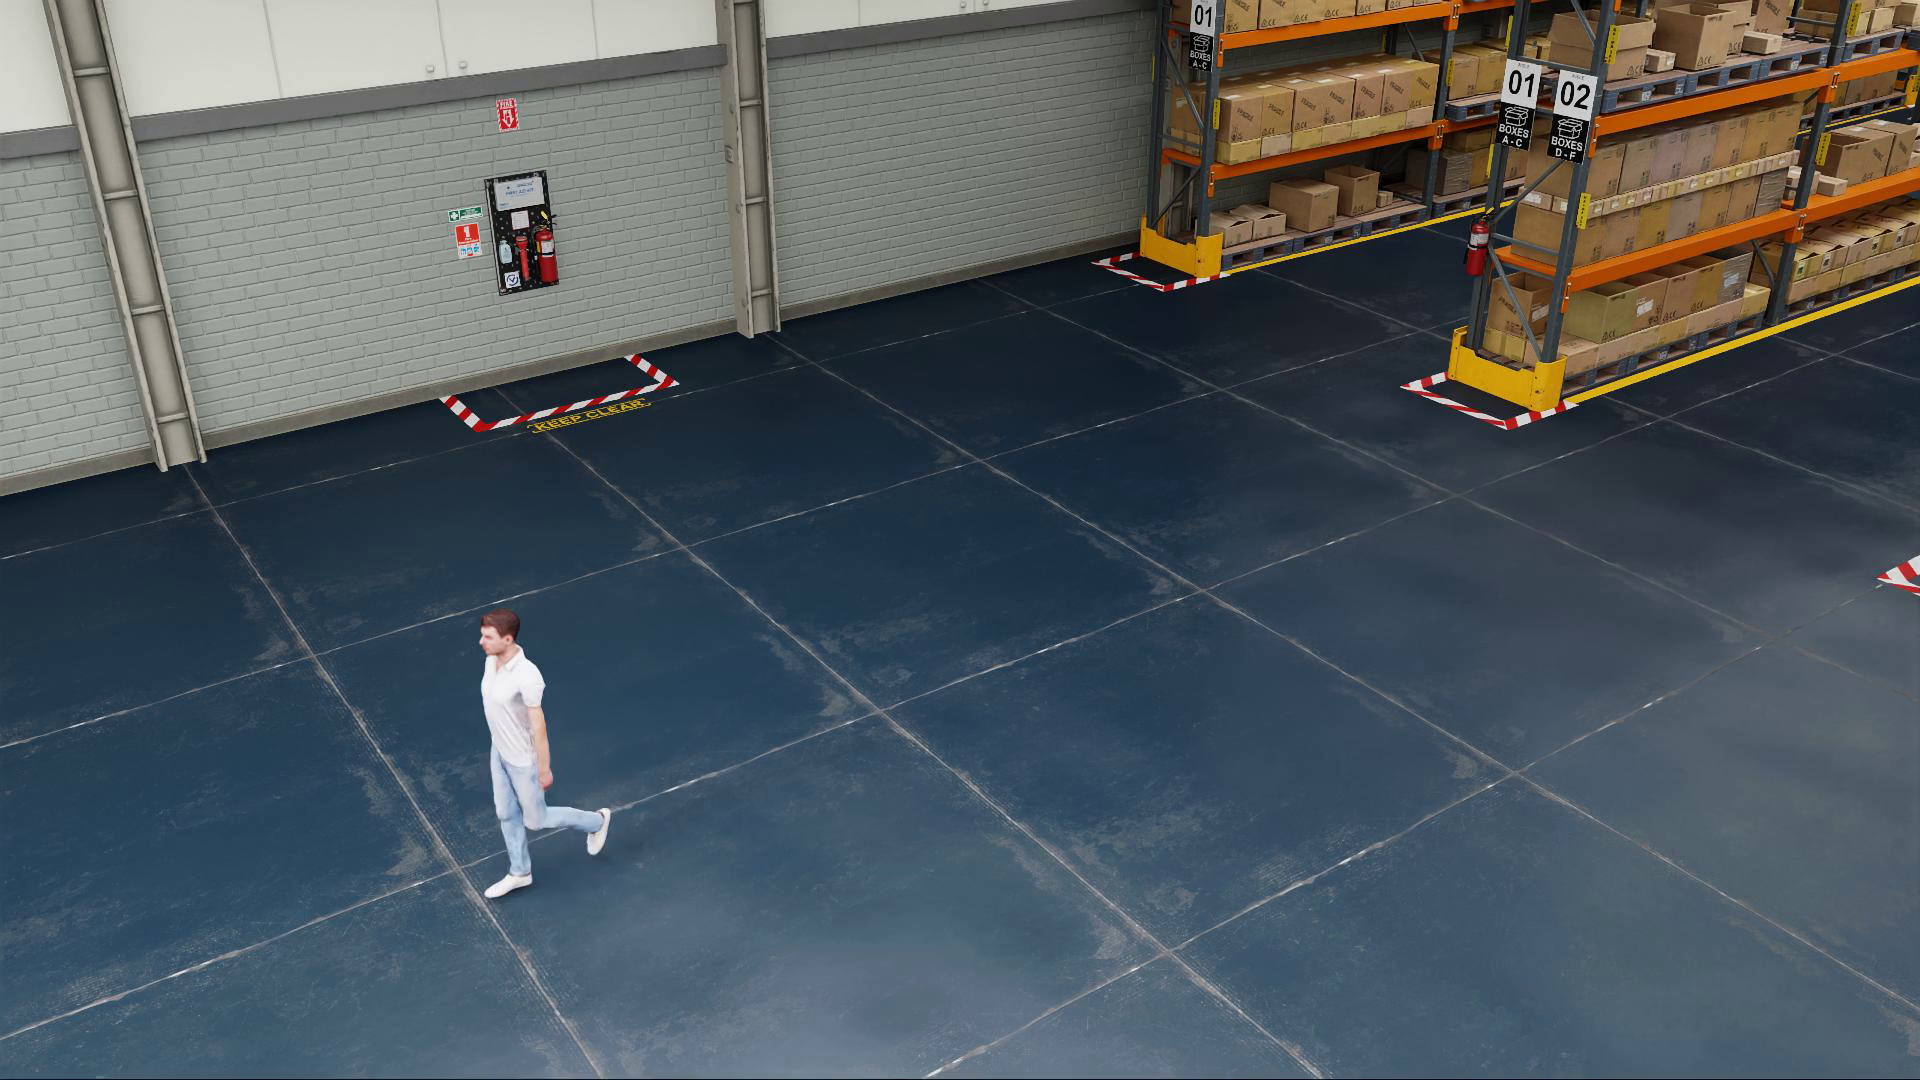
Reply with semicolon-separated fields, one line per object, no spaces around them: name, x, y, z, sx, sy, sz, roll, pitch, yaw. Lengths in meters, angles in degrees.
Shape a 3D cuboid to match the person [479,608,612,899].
person;-2.433;1.191;9.481;1.038;1.832;0.719;-22;34;-35
